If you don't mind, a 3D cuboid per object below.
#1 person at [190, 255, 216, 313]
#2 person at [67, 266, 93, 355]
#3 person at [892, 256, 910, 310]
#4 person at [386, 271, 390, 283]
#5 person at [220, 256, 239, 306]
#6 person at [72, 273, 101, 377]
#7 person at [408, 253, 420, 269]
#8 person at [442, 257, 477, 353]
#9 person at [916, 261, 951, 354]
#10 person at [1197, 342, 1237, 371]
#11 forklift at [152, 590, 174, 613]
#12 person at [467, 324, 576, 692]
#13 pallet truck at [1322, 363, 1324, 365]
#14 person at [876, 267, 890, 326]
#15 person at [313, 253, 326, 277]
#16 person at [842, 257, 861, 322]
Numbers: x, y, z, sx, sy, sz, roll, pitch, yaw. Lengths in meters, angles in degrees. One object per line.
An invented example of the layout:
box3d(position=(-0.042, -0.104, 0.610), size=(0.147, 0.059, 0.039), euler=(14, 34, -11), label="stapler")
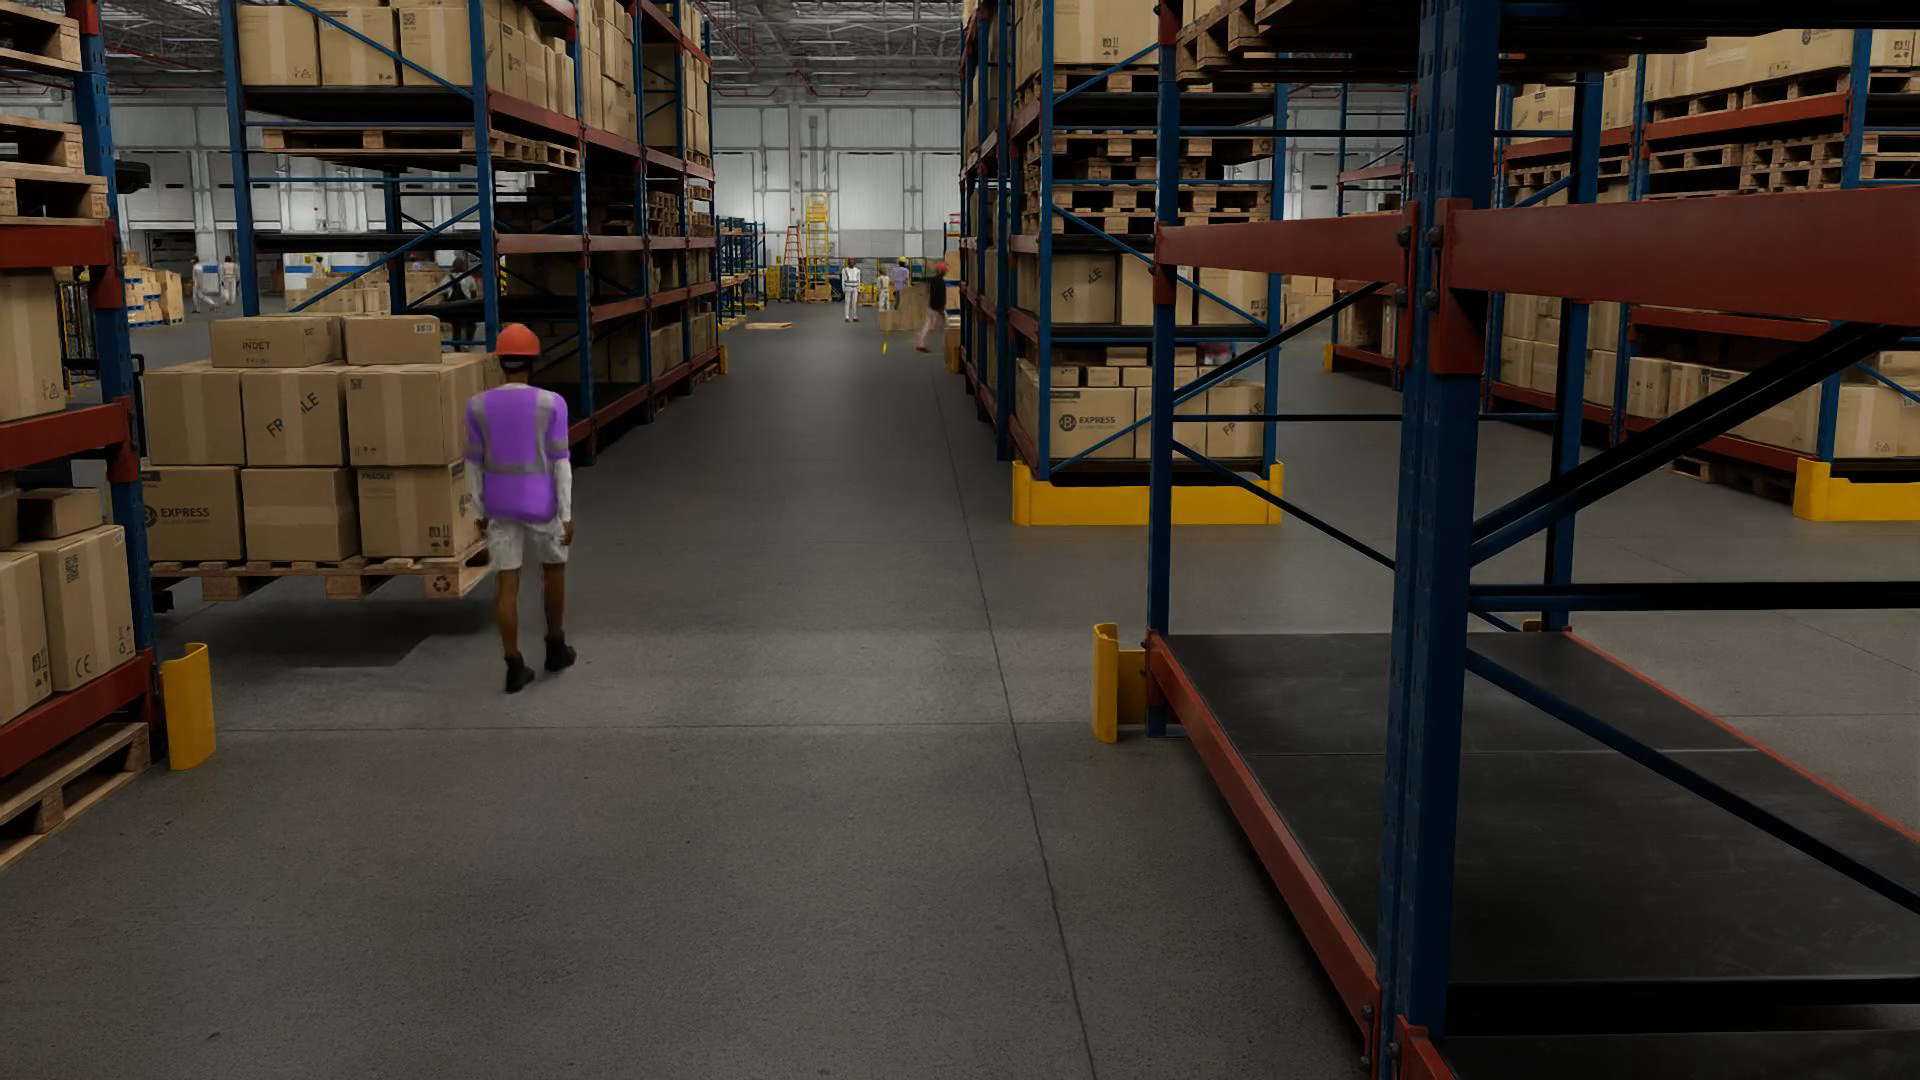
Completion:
box3d(position=(-24.857, -8.366, 54.419), size=(0.690, 1.917, 0.634), euler=(-5, 11, -24), label="person")
box3d(position=(-16.741, -4.300, 31.757), size=(0.591, 1.919, 0.392), euler=(2, 10, 9), label="person")
box3d(position=(-1.713, -7.316, 48.578), size=(0.584, 1.918, 0.407), euler=(6, 12, 31), label="person")
box3d(position=(-18.751, -8.382, 55.140), size=(0.320, 1.690, 0.535), euler=(8, 13, 39), label="person")
box3d(position=(-26.835, -9.518, 61.100), size=(0.622, 1.817, 0.715), euler=(-5, 11, -27), label="person")
box3d(position=(-15.011, -3.700, 28.717), size=(0.455, 1.819, 0.593), euler=(8, 13, 38), label="person")
box3d(position=(-20.561, -9.823, 62.537), size=(0.719, 1.908, 0.569), euler=(-10, 14, -43), label="person")
box3d(position=(-10.250, -4.804, 34.224), size=(0.705, 2.000, 0.652), euler=(0, 10, 0), label="person")
box3d(position=(-0.478, -4.854, 34.795), size=(1.016, 1.949, 0.618), euler=(4, 11, 23), label="person")
box3d(position=(3.322, -2.481, 21.866), size=(0.654, 1.830, 0.445), euler=(0, 10, -1), label="person")
box3d(position=(-5.858, -0.811, 9.639), size=(1.873, 2.768, 1.129), euler=(-1, 10, -3), label="forklift")
box3d(position=(-2.315, -0.193, 8.888), size=(0.568, 1.905, 0.803), euler=(0, 10, 1), label="person")
box3d(position=(7.712, -4.157, 30.737), size=(1.885, 1.965, 0.823), euler=(3, 11, 16), label="pallet truck")
box3d(position=(-2.145, -6.801, 46.467), size=(0.311, 1.638, 0.523), euler=(8, 13, 38), label="person")
box3d(position=(-26.380, -10.837, 68.323), size=(0.934, 1.879, 0.572), euler=(1, 10, 8), label="person")
box3d(position=(-3.166, -7.279, 48.454), size=(0.580, 1.883, 0.352), euler=(-5, 11, -25), label="person")
